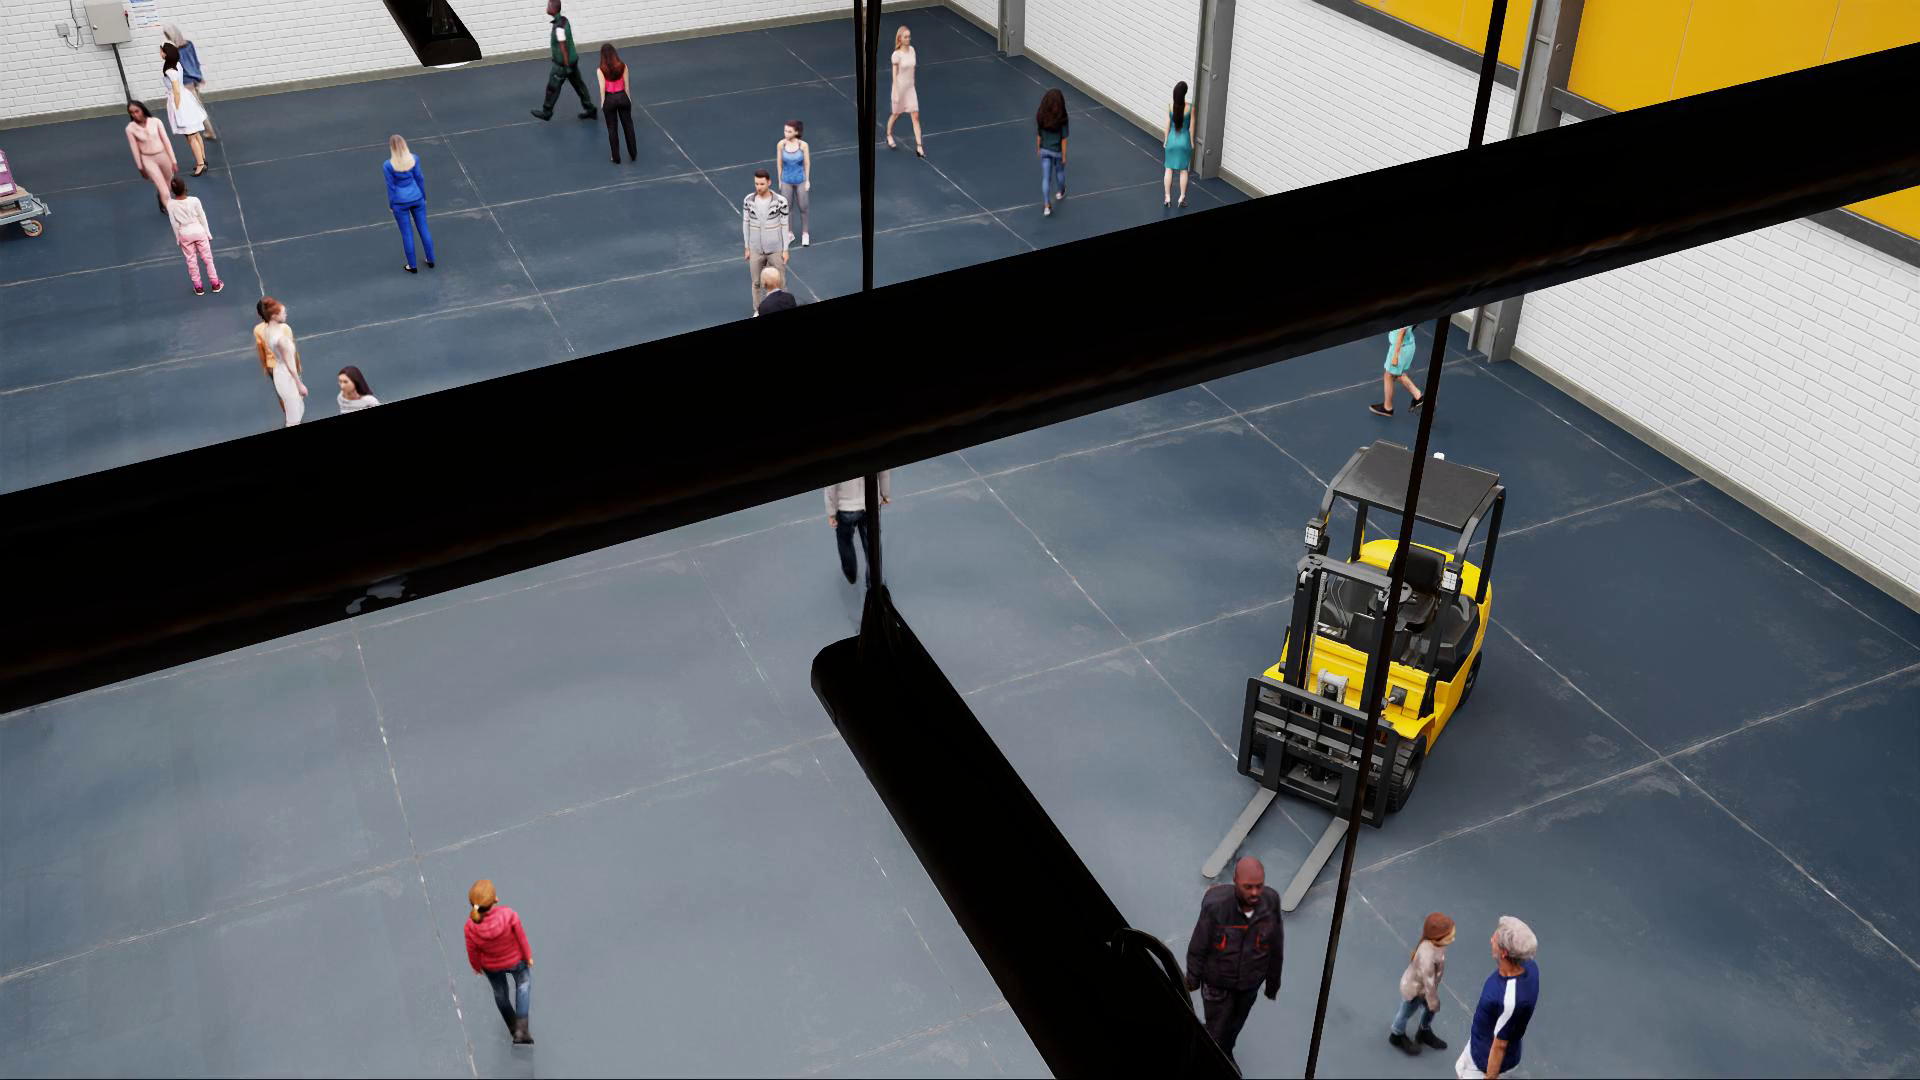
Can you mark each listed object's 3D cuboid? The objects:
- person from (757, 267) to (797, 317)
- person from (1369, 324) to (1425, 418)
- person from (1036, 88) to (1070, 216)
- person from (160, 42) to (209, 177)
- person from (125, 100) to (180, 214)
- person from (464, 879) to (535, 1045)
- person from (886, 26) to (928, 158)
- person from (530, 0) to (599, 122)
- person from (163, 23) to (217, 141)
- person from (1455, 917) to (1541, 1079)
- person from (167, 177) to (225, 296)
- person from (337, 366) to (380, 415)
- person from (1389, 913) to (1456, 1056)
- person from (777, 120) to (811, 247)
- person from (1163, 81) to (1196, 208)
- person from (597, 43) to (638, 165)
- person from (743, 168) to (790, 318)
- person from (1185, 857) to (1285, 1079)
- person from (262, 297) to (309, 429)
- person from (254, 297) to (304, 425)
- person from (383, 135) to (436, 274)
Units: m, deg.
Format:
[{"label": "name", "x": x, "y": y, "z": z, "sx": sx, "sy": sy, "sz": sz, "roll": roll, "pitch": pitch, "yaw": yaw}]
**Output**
[{"label": "person", "x": -1.733, "y": -1.819, "z": 16.575, "sx": 1.012, "sy": 1.774, "sz": 0.926, "roll": 24, "pitch": 41, "yaw": 32}, {"label": "person", "x": 4.562, "y": -1.922, "z": 16.935, "sx": 0.901, "sy": 1.547, "sz": 0.796, "roll": 17, "pitch": 37, "yaw": 24}, {"label": "person", "x": 1.169, "y": -4.997, "z": 21.523, "sx": 0.970, "sy": 1.589, "sz": 1.054, "roll": 10, "pitch": 35, "yaw": 14}, {"label": "person", "x": -10.564, "y": -5.863, "z": 22.620, "sx": 0.832, "sy": 1.817, "sz": 0.744, "roll": -6, "pitch": 34, "yaw": -9}, {"label": "person", "x": -10.192, "y": -4.770, "z": 21.087, "sx": 0.774, "sy": 1.693, "sz": 1.116, "roll": -23, "pitch": 40, "yaw": -31}, {"label": "person", "x": -2.824, "y": 2.650, "z": 10.272, "sx": 0.615, "sy": 1.308, "sz": 0.727, "roll": -6, "pitch": 34, "yaw": -9}, {"label": "person", "x": -0.848, "y": -6.274, "z": 23.275, "sx": 0.782, "sy": 1.777, "sz": 1.175, "roll": -23, "pitch": 40, "yaw": -31}, {"label": "person", "x": -5.684, "y": -6.974, "z": 24.327, "sx": 1.075, "sy": 1.778, "sz": 1.230, "roll": -1, "pitch": 34, "yaw": -1}, {"label": "person", "x": -10.924, "y": -6.516, "z": 23.730, "sx": 0.834, "sy": 1.676, "sz": 0.782, "roll": 18, "pitch": 37, "yaw": 24}, {"label": "person", "x": 3.103, "y": 2.914, "z": 9.427, "sx": 1.046, "sy": 1.805, "sz": 0.980, "roll": 11, "pitch": 35, "yaw": 16}, {"label": "person", "x": -9.016, "y": -3.590, "z": 19.537, "sx": 0.548, "sy": 1.444, "sz": 0.500, "roll": -12, "pitch": 36, "yaw": -18}, {"label": "person", "x": -5.411, "y": -0.902, "z": 15.366, "sx": 1.030, "sy": 1.585, "sz": 1.106, "roll": 10, "pitch": 35, "yaw": 14}, {"label": "person", "x": 2.799, "y": 2.717, "z": 10.282, "sx": 0.661, "sy": 1.186, "sz": 0.594, "roll": 20, "pitch": 38, "yaw": 27}, {"label": "person", "x": -2.057, "y": -4.455, "z": 20.690, "sx": 0.650, "sy": 1.609, "sz": 0.682, "roll": 4, "pitch": 34, "yaw": 7}, {"label": "person", "x": 2.847, "y": -5.157, "z": 21.678, "sx": 0.626, "sy": 1.685, "sz": 0.664, "roll": 8, "pitch": 34, "yaw": 12}, {"label": "person", "x": -4.768, "y": -6.062, "z": 23.061, "sx": 0.589, "sy": 1.660, "sz": 0.519, "roll": -16, "pitch": 37, "yaw": -23}, {"label": "person", "x": -2.173, "y": -3.304, "z": 18.731, "sx": 0.767, "sy": 1.861, "sz": 0.772, "roll": 4, "pitch": 34, "yaw": 7}, {"label": "person", "x": 1.614, "y": 2.523, "z": 10.008, "sx": 0.780, "sy": 1.813, "sz": 0.745, "roll": -7, "pitch": 34, "yaw": -10}, {"label": "person", "x": -6.521, "y": -1.506, "z": 16.092, "sx": 0.872, "sy": 1.786, "sz": 0.683, "roll": -20, "pitch": 38, "yaw": -27}, {"label": "person", "x": -6.827, "y": -1.720, "z": 16.720, "sx": 0.656, "sy": 1.449, "sz": 0.857, "roll": -5, "pitch": 34, "yaw": -7}, {"label": "person", "x": -6.629, "y": -4.054, "z": 20.003, "sx": 0.666, "sy": 1.701, "sz": 0.632, "roll": -24, "pitch": 41, "yaw": -32}]
